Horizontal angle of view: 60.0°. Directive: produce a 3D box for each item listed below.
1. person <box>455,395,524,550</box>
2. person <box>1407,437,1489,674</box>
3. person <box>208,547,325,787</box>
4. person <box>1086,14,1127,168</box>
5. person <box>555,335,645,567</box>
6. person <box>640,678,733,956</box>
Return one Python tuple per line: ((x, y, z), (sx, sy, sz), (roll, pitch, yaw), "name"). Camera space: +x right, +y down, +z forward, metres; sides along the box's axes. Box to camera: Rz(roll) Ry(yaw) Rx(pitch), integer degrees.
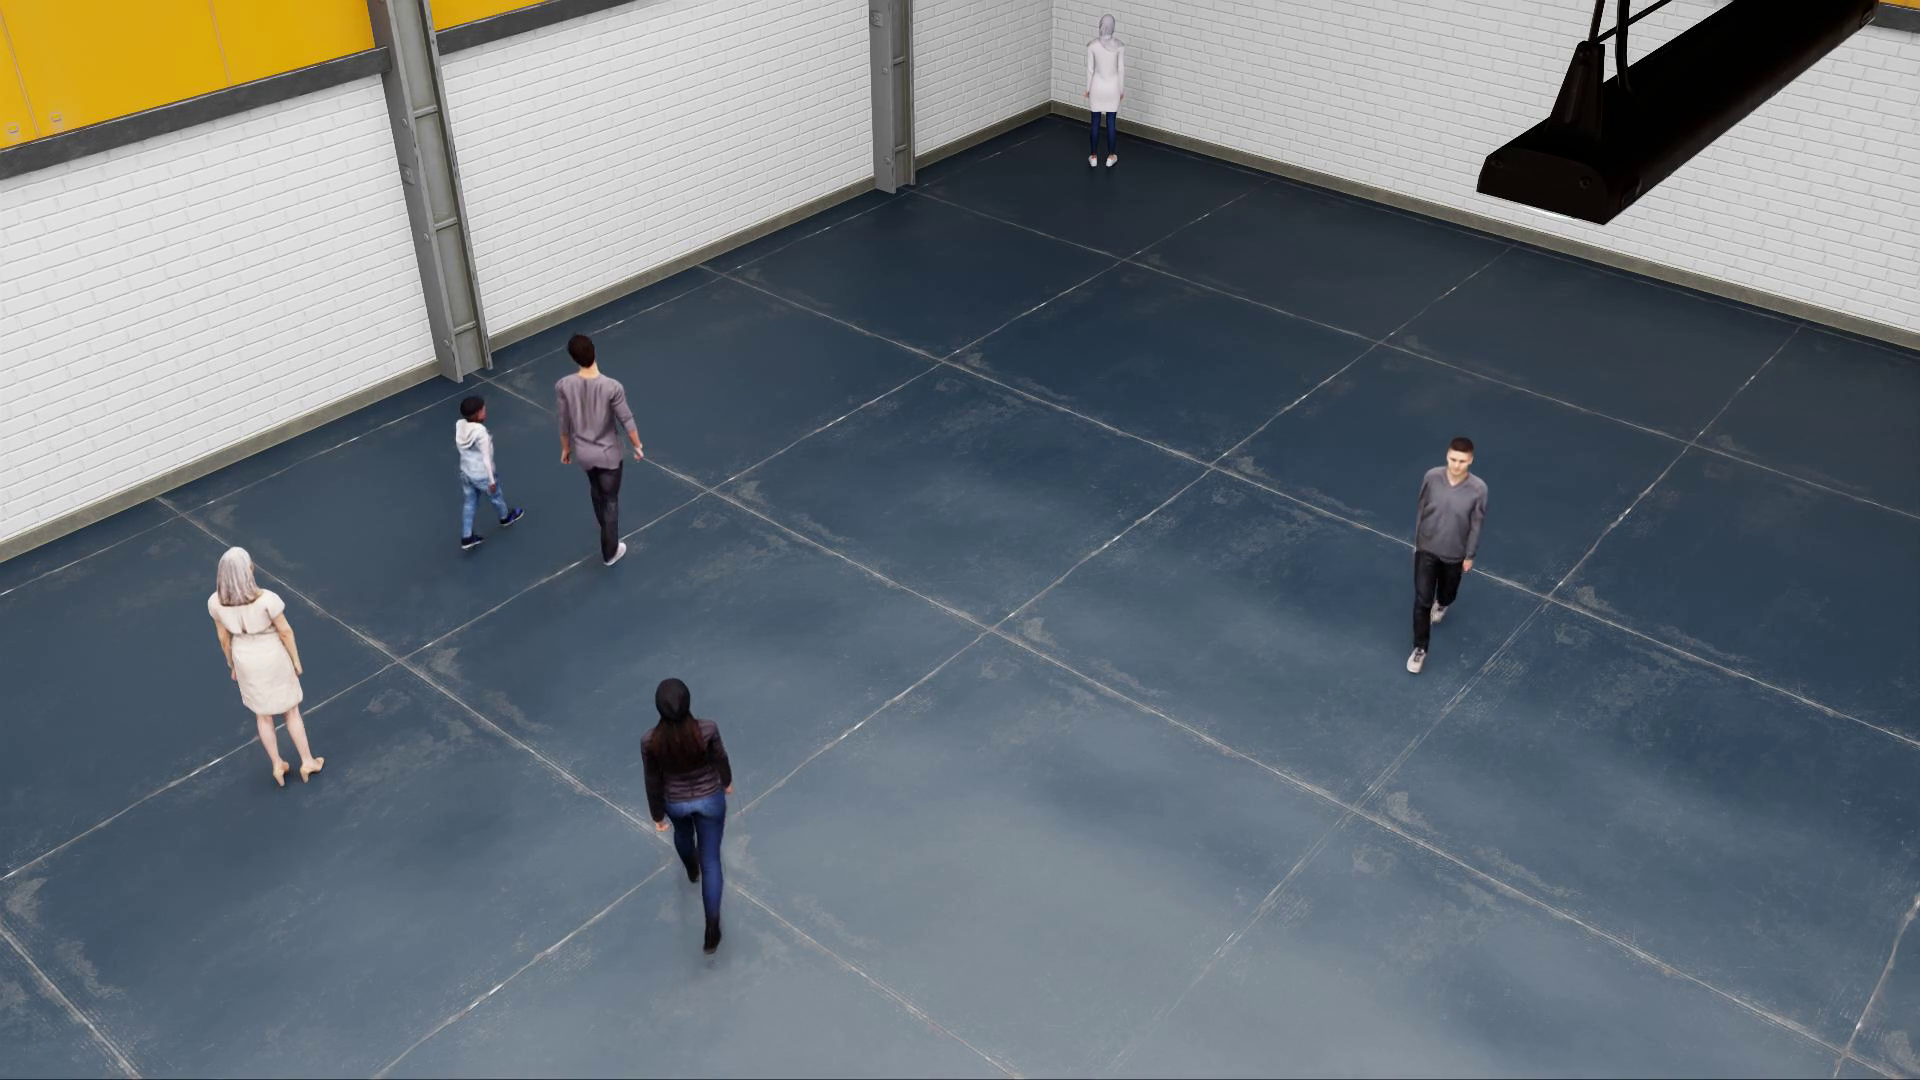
((-3.753, -0.500, 12.797), (0.589, 1.228, 0.894), (17, 37, 24), "person")
((3.361, 0.032, 11.537), (0.804, 1.738, 1.118), (14, 36, 20), "person")
((-4.340, 0.799, 10.386), (0.688, 1.735, 0.750), (-3, 34, -5), "person")
((1.694, -5.255, 19.457), (0.690, 1.776, 0.706), (4, 34, 6), "person")
((-2.746, -0.619, 12.439), (0.948, 1.824, 1.005), (6, 34, 8), "person")
((-1.477, 1.535, 9.305), (1.118, 1.707, 1.176), (-4, 34, -5), "person")
